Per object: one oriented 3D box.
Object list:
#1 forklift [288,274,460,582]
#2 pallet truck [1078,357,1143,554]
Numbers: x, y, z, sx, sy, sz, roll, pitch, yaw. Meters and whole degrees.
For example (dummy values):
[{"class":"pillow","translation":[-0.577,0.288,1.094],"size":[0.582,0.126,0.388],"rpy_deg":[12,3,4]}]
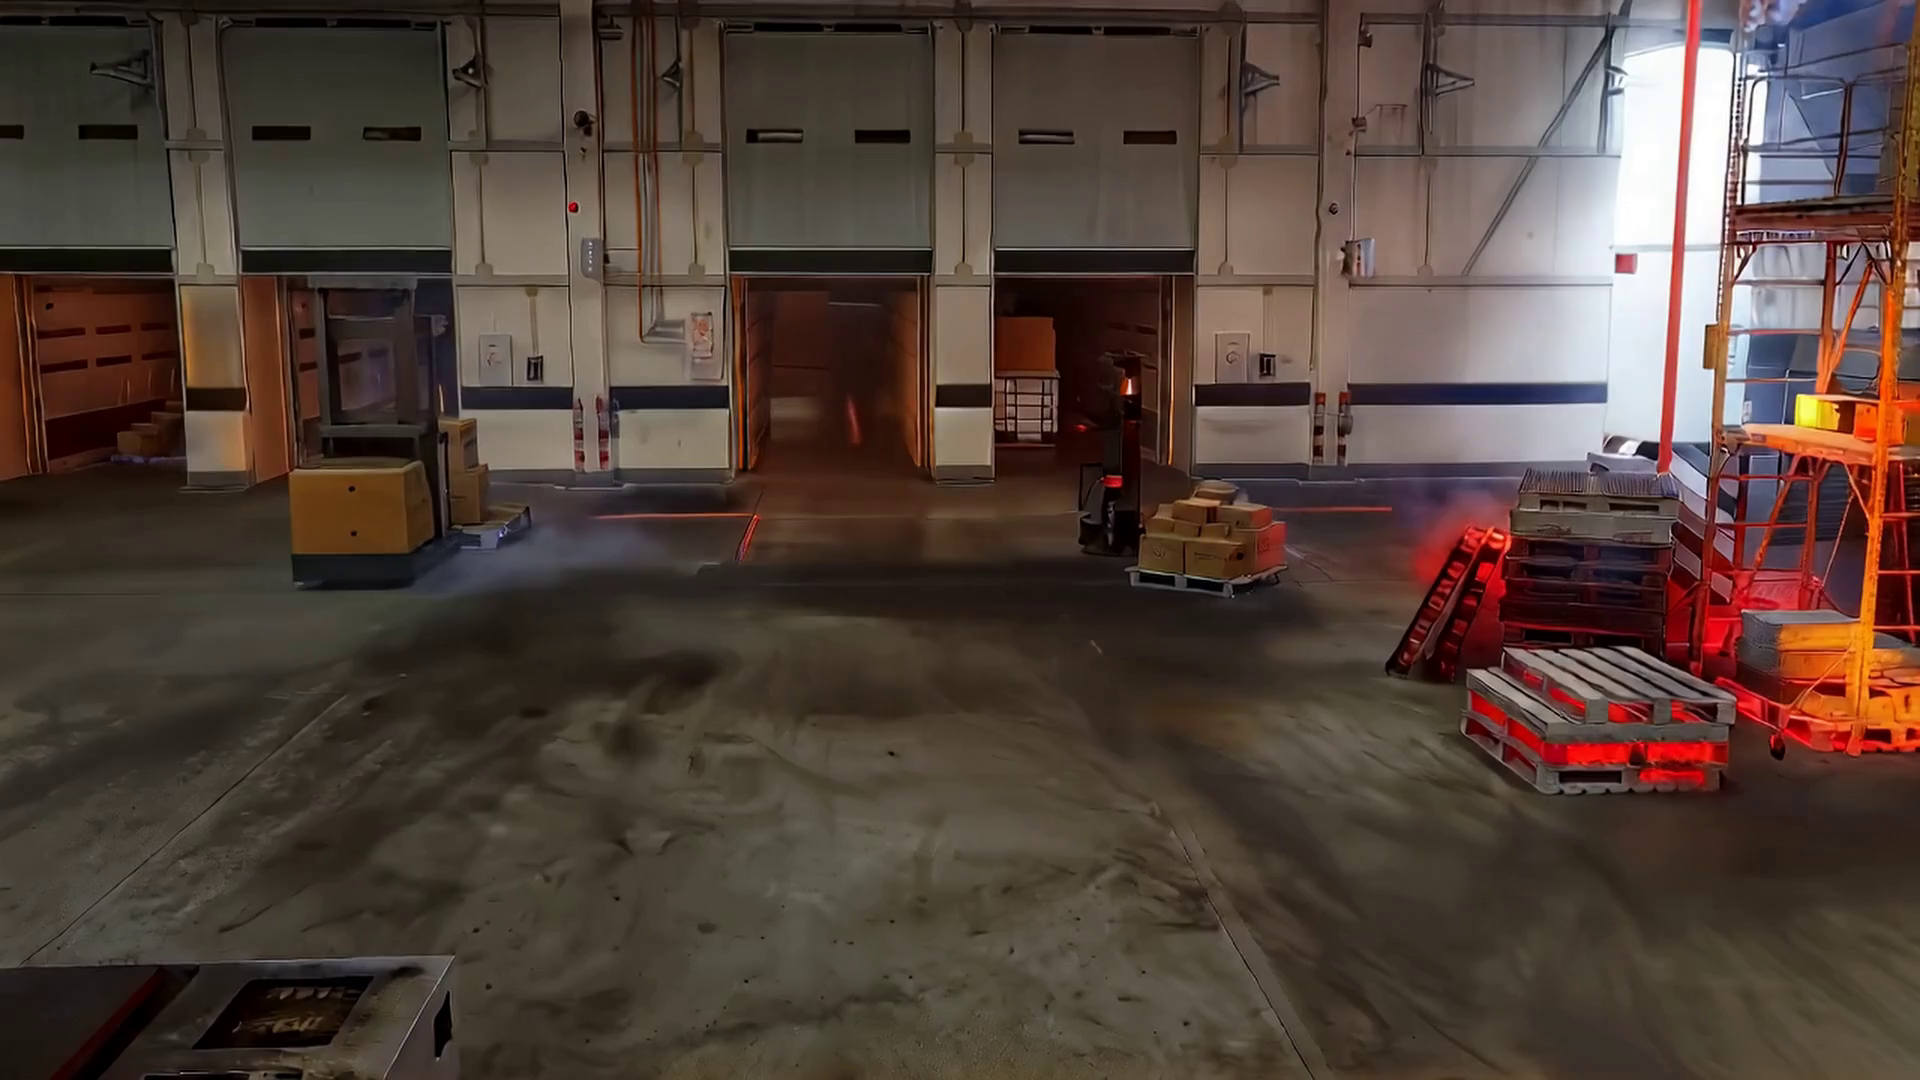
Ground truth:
[{"class":"forklift","translation":[-5.554,-1.101,15.662],"size":[1.129,2.768,1.873],"rpy_deg":[-1,9,-4]},{"class":"pallet truck","translation":[2.088,-0.836,16.757],"size":[1.885,1.965,0.823],"rpy_deg":[2,9,13]}]
